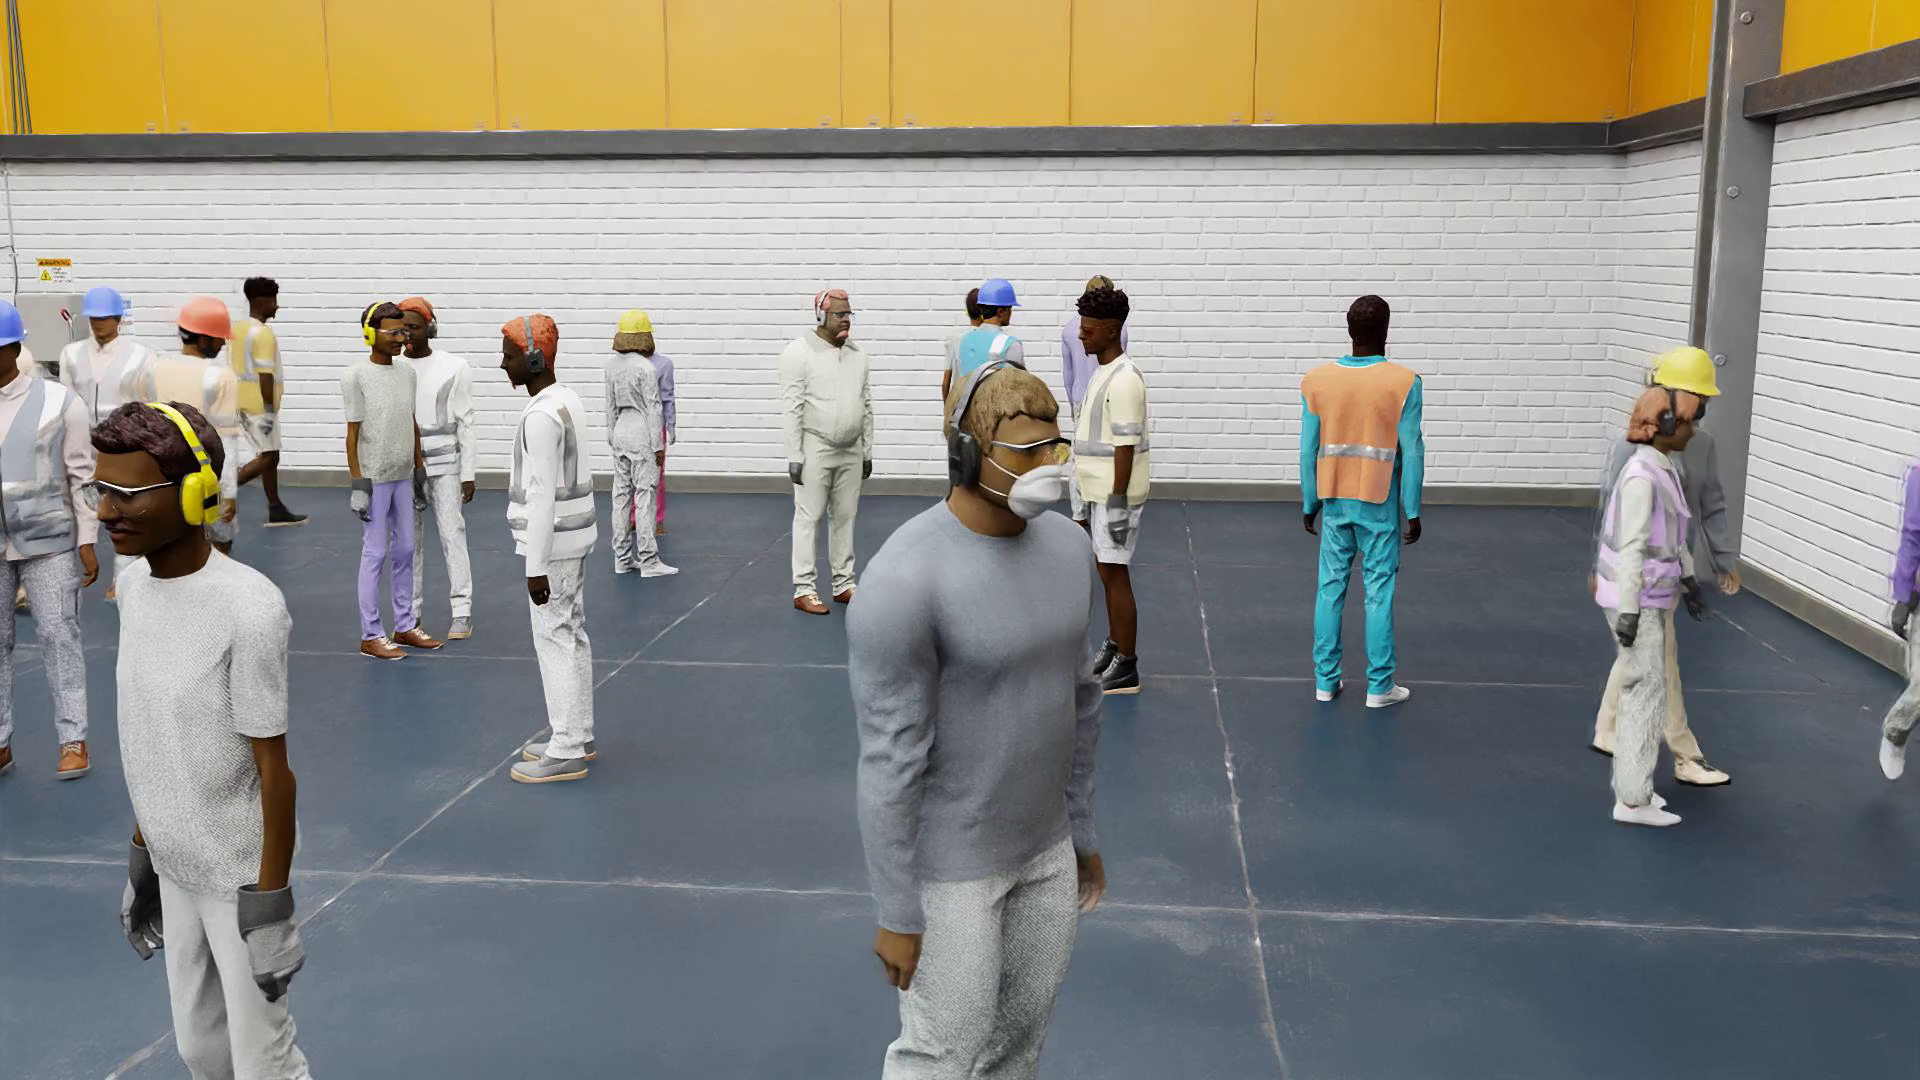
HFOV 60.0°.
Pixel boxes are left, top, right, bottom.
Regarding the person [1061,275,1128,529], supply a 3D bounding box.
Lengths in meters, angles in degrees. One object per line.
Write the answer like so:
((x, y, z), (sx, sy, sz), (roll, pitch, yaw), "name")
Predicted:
((1.034, -1.007, 12.471), (0.372, 1.940, 0.632), (-9, 14, -43), "person")

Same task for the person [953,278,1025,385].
((0.206, -0.691, 10.634), (0.405, 1.946, 0.608), (-9, 13, -41), "person")

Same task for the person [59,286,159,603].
((-5.211, -0.615, 10.311), (0.610, 1.918, 0.870), (0, 10, 2), "person")

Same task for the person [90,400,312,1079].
((-1.432, 0.655, 3.202), (0.510, 1.859, 0.341), (7, 12, 36), "person")

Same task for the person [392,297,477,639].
((-2.916, -0.380, 9.075), (0.574, 1.876, 0.355), (0, 10, 2), "person")

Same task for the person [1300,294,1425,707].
((1.865, -0.175, 7.764), (0.587, 1.920, 0.391), (6, 12, 33), "person")

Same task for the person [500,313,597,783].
((-1.646, 0.038, 6.677), (0.360, 1.879, 0.582), (-1, 10, -3), "person")

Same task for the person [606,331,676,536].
((-2.366, -0.830, 12.377), (0.507, 1.622, 0.319), (-1, 10, -7), "person")

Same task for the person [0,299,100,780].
((-3.758, 0.012, 6.613), (0.615, 1.943, 0.409), (-3, 10, -16), "person")

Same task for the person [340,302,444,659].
((-2.985, -0.308, 8.700), (0.327, 1.862, 0.509), (5, 11, 25), "person")

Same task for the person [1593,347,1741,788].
((2.880, 0.112, 6.620), (0.532, 1.737, 0.796), (-6, 11, -29), "person")

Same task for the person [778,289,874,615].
((-0.753, -0.519, 9.805), (0.650, 1.902, 0.400), (-9, 13, -42), "person")

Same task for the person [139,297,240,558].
((-3.970, -0.326, 8.741), (0.544, 1.867, 0.890), (0, 10, -1), "person")

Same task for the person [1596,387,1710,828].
((2.572, 0.239, 6.239), (0.365, 1.621, 0.524), (5, 11, 27), "person")

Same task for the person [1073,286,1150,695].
((0.722, -0.236, 8.010), (0.376, 1.957, 0.607), (0, 10, -2), "person")

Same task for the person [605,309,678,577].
((-2.102, -0.631, 10.875), (0.484, 1.744, 0.295), (8, 12, 37), "person")

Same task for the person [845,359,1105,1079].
((0.044, 0.618, 3.214), (0.372, 1.932, 0.624), (8, 13, 39), "person")

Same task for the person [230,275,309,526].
((-5.371, -1.021, 12.557), (0.755, 1.940, 0.607), (-9, 14, -43), "person")

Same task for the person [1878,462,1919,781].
((3.735, 0.239, 6.227), (0.531, 1.619, 0.486), (1, 10, 5), "person")
